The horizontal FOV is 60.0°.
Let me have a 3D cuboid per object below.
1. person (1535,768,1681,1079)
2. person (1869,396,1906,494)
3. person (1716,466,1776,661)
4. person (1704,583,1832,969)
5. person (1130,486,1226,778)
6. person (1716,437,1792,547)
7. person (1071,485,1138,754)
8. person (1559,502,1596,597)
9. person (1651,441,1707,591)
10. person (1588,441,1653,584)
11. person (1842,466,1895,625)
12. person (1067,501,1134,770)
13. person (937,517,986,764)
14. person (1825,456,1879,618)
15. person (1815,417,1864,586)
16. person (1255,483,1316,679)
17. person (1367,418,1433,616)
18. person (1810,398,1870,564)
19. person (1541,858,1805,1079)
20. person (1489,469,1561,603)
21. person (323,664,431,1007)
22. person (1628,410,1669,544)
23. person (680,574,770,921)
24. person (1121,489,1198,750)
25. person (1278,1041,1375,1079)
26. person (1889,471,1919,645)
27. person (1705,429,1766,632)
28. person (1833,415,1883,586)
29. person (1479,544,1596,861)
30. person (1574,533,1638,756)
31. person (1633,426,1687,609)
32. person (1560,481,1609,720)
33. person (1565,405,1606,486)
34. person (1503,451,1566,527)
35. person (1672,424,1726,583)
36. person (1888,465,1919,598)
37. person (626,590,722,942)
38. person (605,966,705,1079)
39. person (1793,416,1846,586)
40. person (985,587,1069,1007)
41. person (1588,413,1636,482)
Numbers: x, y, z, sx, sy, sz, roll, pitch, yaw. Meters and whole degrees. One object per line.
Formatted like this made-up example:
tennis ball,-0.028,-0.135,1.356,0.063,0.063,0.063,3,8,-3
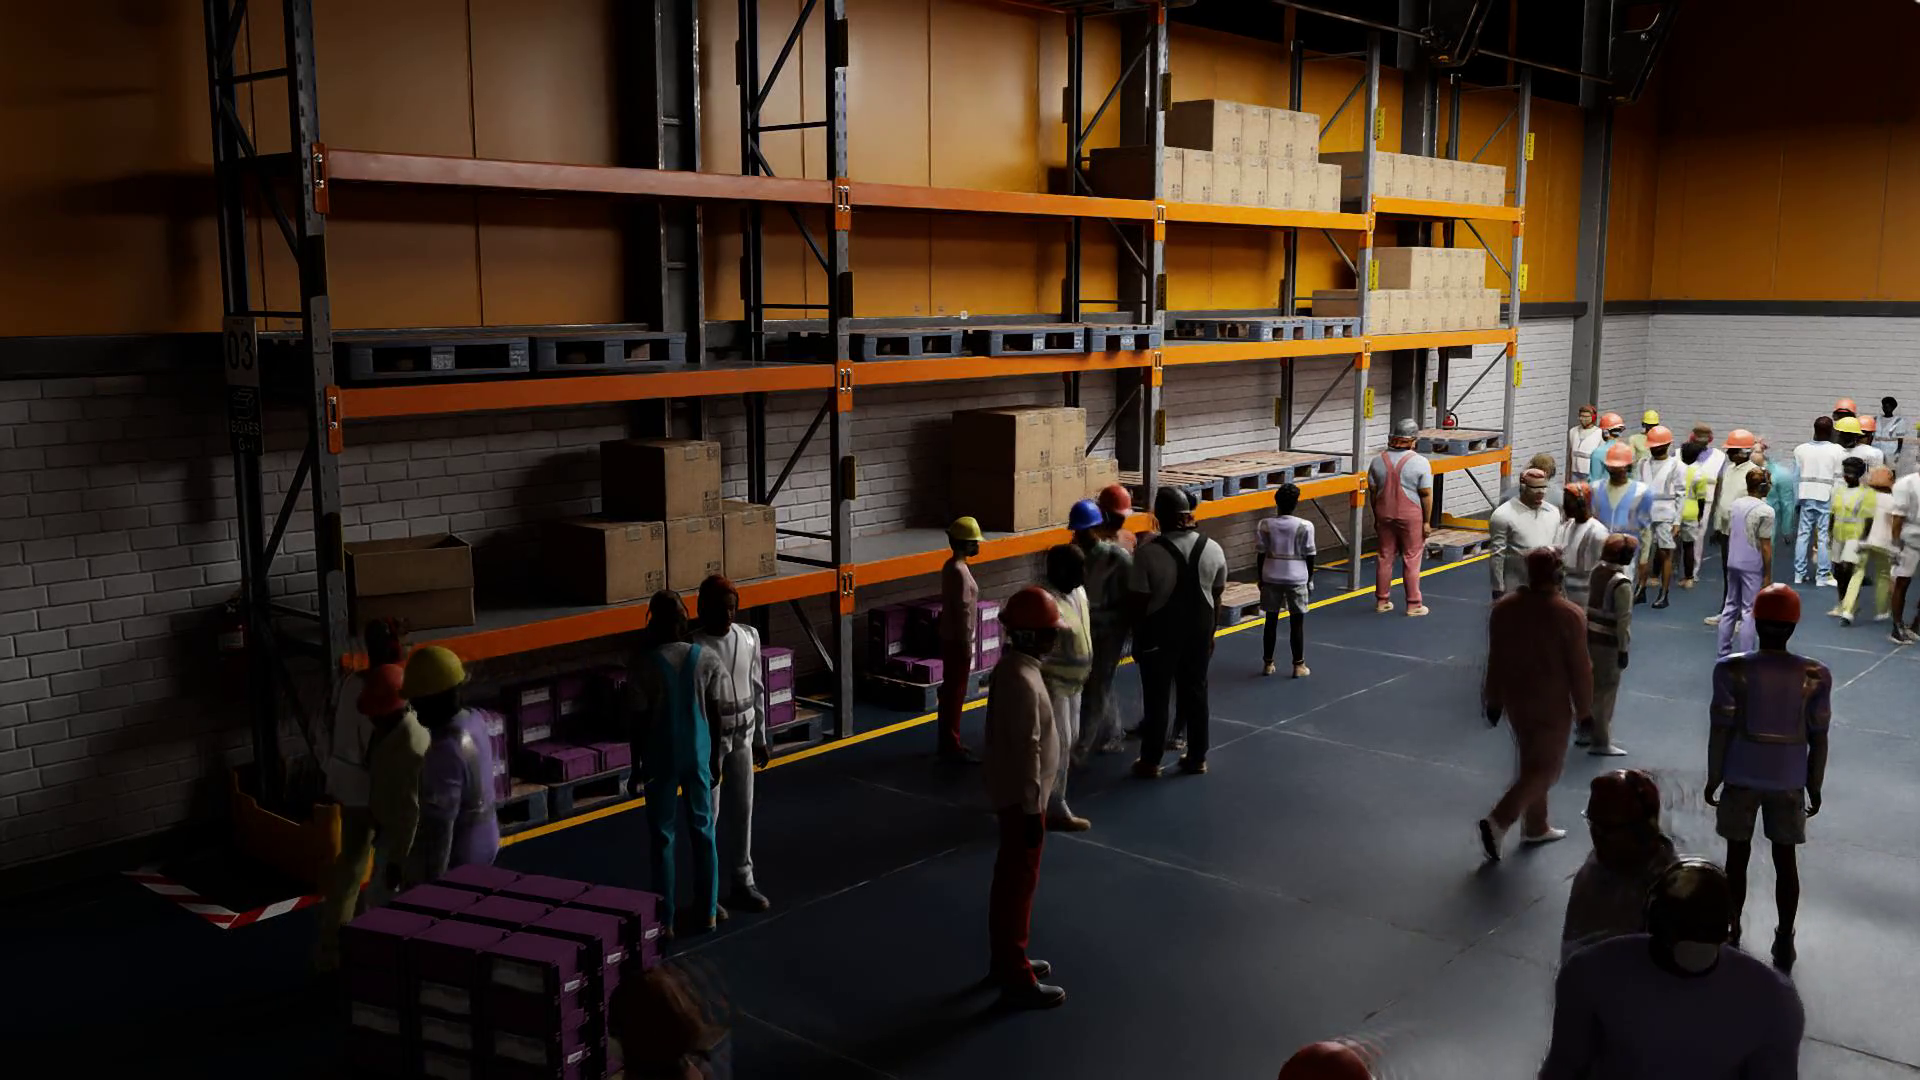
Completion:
person,2.089,1.657,5.392,0.625,1.874,0.645,-2,9,-12
person,14.063,-1.336,25.296,0.318,1.699,0.535,-6,11,-35
person,6.873,0.273,14.494,0.350,1.837,0.502,-3,9,-16
person,4.029,1.173,8.342,0.551,1.935,0.371,3,9,16
person,1.471,0.623,11.557,0.680,2.000,0.535,-3,9,-16
person,8.203,-0.146,17.168,0.967,1.855,0.673,-8,12,-42
person,1.096,0.565,12.185,0.647,1.949,0.754,-8,12,-43
person,5.301,0.424,14.278,0.516,1.592,0.784,0,9,-1
person,7.992,-0.272,18.480,0.546,1.680,0.360,5,10,30
person,6.012,0.077,15.226,0.608,2.009,0.945,6,11,36
person,9.118,0.060,16.631,0.498,1.594,0.843,8,12,41
person,0.916,0.666,11.759,0.631,1.887,0.999,7,11,37
person,0.014,0.708,11.903,0.329,1.765,0.533,-2,9,-11
person,8.980,-0.014,16.806,0.407,1.682,0.549,-3,9,-17
person,9.921,-0.432,18.775,0.413,1.918,0.586,4,9,22
person,2.818,0.354,14.398,0.529,1.697,0.321,4,10,26
person,4.576,-0.242,17.141,0.685,2.000,0.538,8,12,41
person,10.608,-0.695,20.101,0.619,2.029,0.410,5,10,29
person,1.934,1.780,4.555,0.636,1.892,0.893,2,9,12
person,4.689,0.352,13.773,0.643,1.900,0.399,-2,9,-15
person,-2.653,1.379,7.788,0.773,1.691,0.627,-6,11,-36
person,8.999,-0.824,21.795,0.526,1.762,0.339,3,9,18
person,-1.290,1.109,8.963,0.585,1.879,0.370,-8,12,-43
person,1.533,0.580,12.199,0.698,1.944,0.368,6,11,36
person,0.876,1.967,3.880,0.469,1.733,0.572,-6,11,-33
person,9.042,0.032,15.677,0.679,1.947,0.490,-1,9,-5
person,7.633,-0.094,16.352,0.405,1.990,0.629,-1,9,-7
person,10.160,-0.445,18.823,0.380,1.930,0.546,-5,10,-31
person,3.395,0.964,9.893,0.797,1.879,0.638,-4,10,-26
person,4.687,0.749,12.063,0.317,1.628,0.558,-1,9,-6
person,7.323,-0.240,17.496,0.385,1.927,0.545,-7,11,-37
person,4.905,0.472,13.111,0.371,1.860,0.610,-1,9,-4
person,8.167,-0.842,21.676,0.395,1.836,0.561,-5,10,-30
person,5.151,0.159,15.015,0.637,1.910,0.615,8,12,40
person,8.418,-0.427,19.045,0.568,1.824,0.466,2,9,13
person,10.237,-0.292,17.463,0.799,2.000,0.737,0,9,-3
person,-1.488,1.171,8.674,0.504,1.839,0.344,-5,10,-27
person,-0.868,1.938,4.465,0.813,1.593,0.515,-6,11,-33
person,9.704,-0.441,18.808,0.391,1.922,0.593,-7,11,-36
person,0.316,1.206,7.945,0.393,1.992,0.622,-1,9,-7
person,7.186,-0.412,18.438,0.607,1.987,0.410,-4,10,-24
